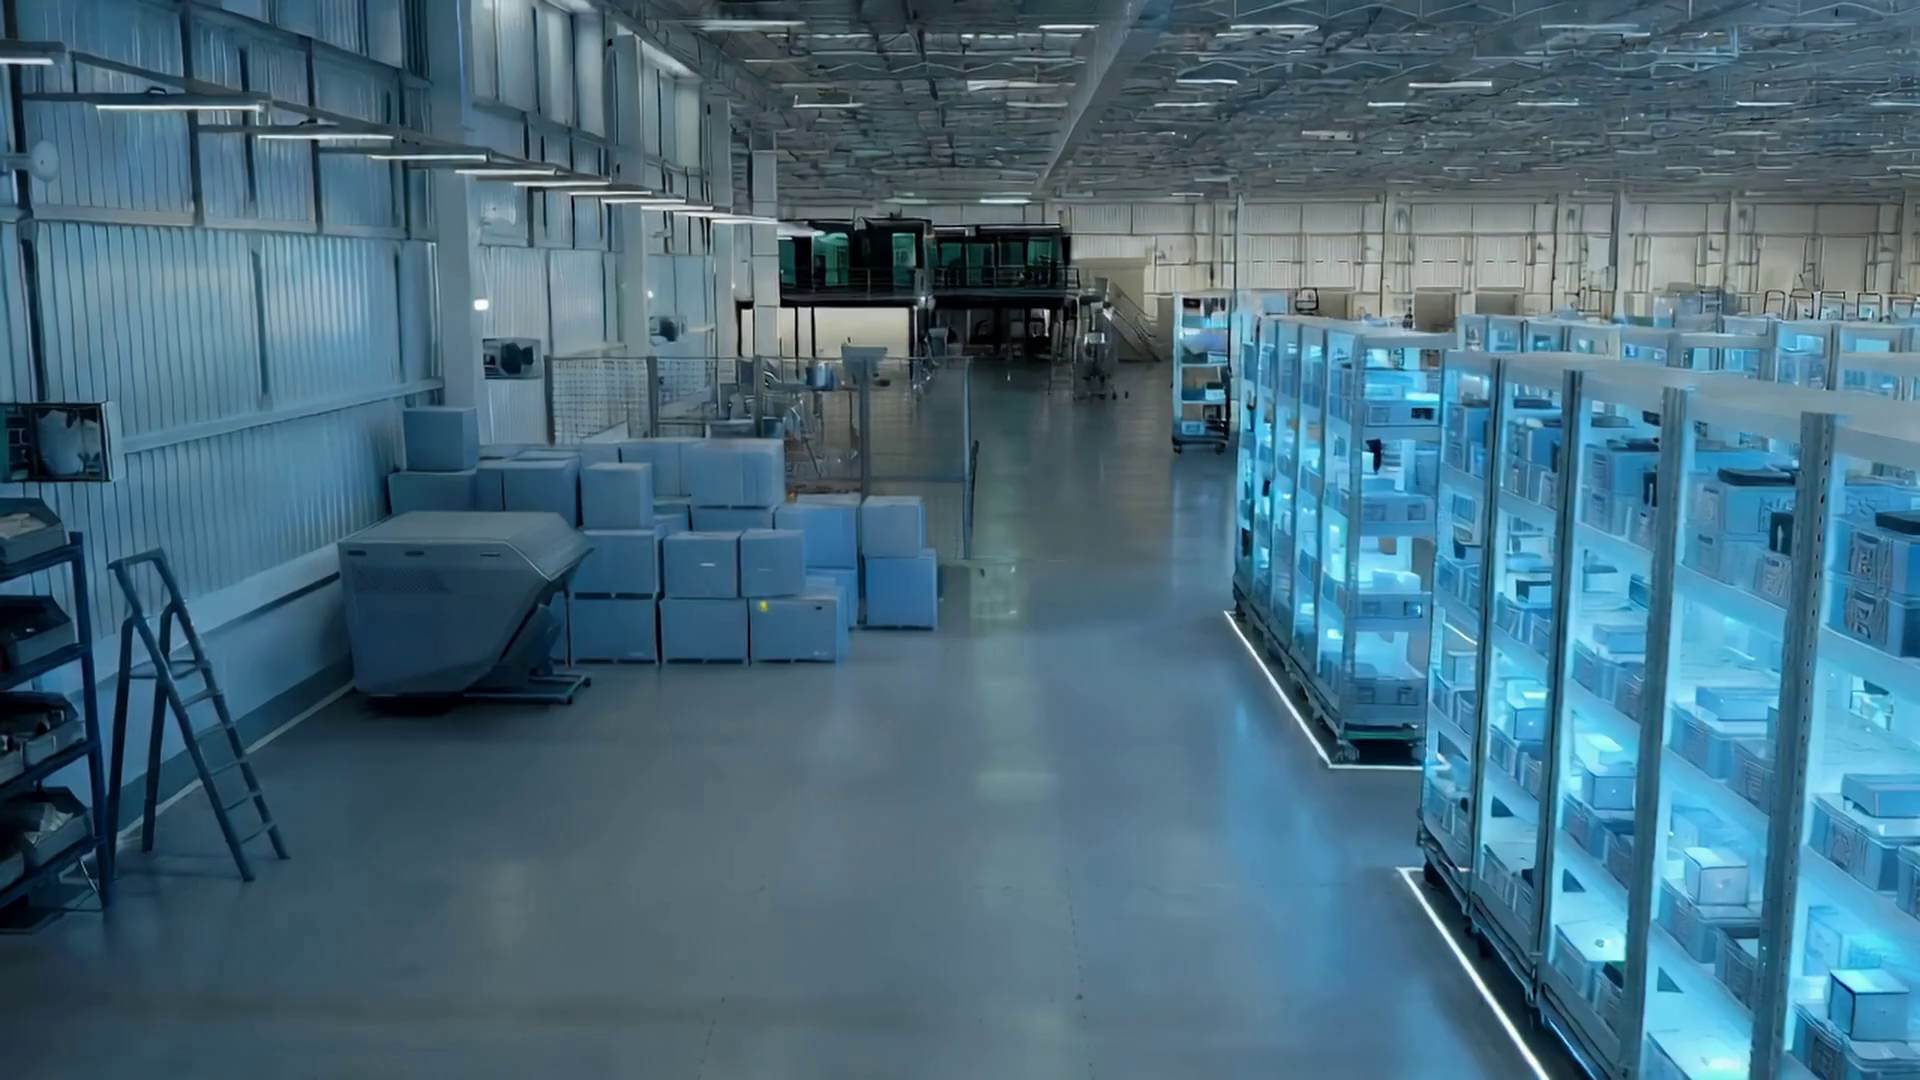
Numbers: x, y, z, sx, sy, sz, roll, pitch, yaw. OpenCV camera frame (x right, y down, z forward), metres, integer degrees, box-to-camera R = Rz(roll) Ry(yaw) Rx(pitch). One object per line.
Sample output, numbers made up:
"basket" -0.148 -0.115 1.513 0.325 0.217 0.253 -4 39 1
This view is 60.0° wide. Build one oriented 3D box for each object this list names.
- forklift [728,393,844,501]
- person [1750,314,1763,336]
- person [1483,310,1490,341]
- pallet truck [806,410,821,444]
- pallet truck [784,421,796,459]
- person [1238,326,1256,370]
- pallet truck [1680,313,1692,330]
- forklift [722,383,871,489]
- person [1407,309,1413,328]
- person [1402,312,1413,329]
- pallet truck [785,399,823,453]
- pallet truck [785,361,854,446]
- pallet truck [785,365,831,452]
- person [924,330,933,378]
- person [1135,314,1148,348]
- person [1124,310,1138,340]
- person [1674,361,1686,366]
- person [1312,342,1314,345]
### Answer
"forklift" -2.979 -1.316 26.476 2.680 1.987 1.157 0 9 1
"person" 40.976 -10.705 85.614 0.642 1.903 0.856 1 9 5
"person" 30.735 -12.505 96.895 0.429 1.842 0.634 -2 9 -11
"pallet truck" -3.559 -2.018 33.905 1.522 1.261 0.704 0 9 -1
"pallet truck" -4.013 -1.793 32.705 1.601 1.201 0.680 0 9 1
"person" 11.777 -7.740 67.403 0.954 1.872 0.616 3 10 18
"pallet truck" 36.315 -10.531 84.244 0.823 1.965 1.885 -6 11 -33
"forklift" -2.893 -1.687 28.729 2.680 1.987 1.157 0 9 -1
"person" 25.518 -12.160 94.550 0.389 1.918 0.585 9 13 43
"person" 24.345 -11.474 90.569 0.603 1.827 0.411 4 10 25
"pallet truck" -3.814 -2.432 36.419 1.630 1.274 0.653 0 9 1
"pallet truck" -3.410 -3.193 38.978 1.885 1.965 0.823 0 9 -1
"pallet truck" -3.774 -2.976 37.635 1.885 1.965 0.823 1 9 5
"person" -1.212 -7.154 63.881 0.338 1.845 0.514 3 10 20
"person" 9.572 -10.979 87.515 0.603 1.828 0.972 -8 12 -42
"person" 10.136 -12.636 97.839 0.917 1.808 0.630 0 9 2
"person" 16.998 -3.302 39.511 0.378 2.044 0.607 -2 9 -9
"person" 16.909 -9.787 79.982 0.623 1.883 0.492 0 9 -1
